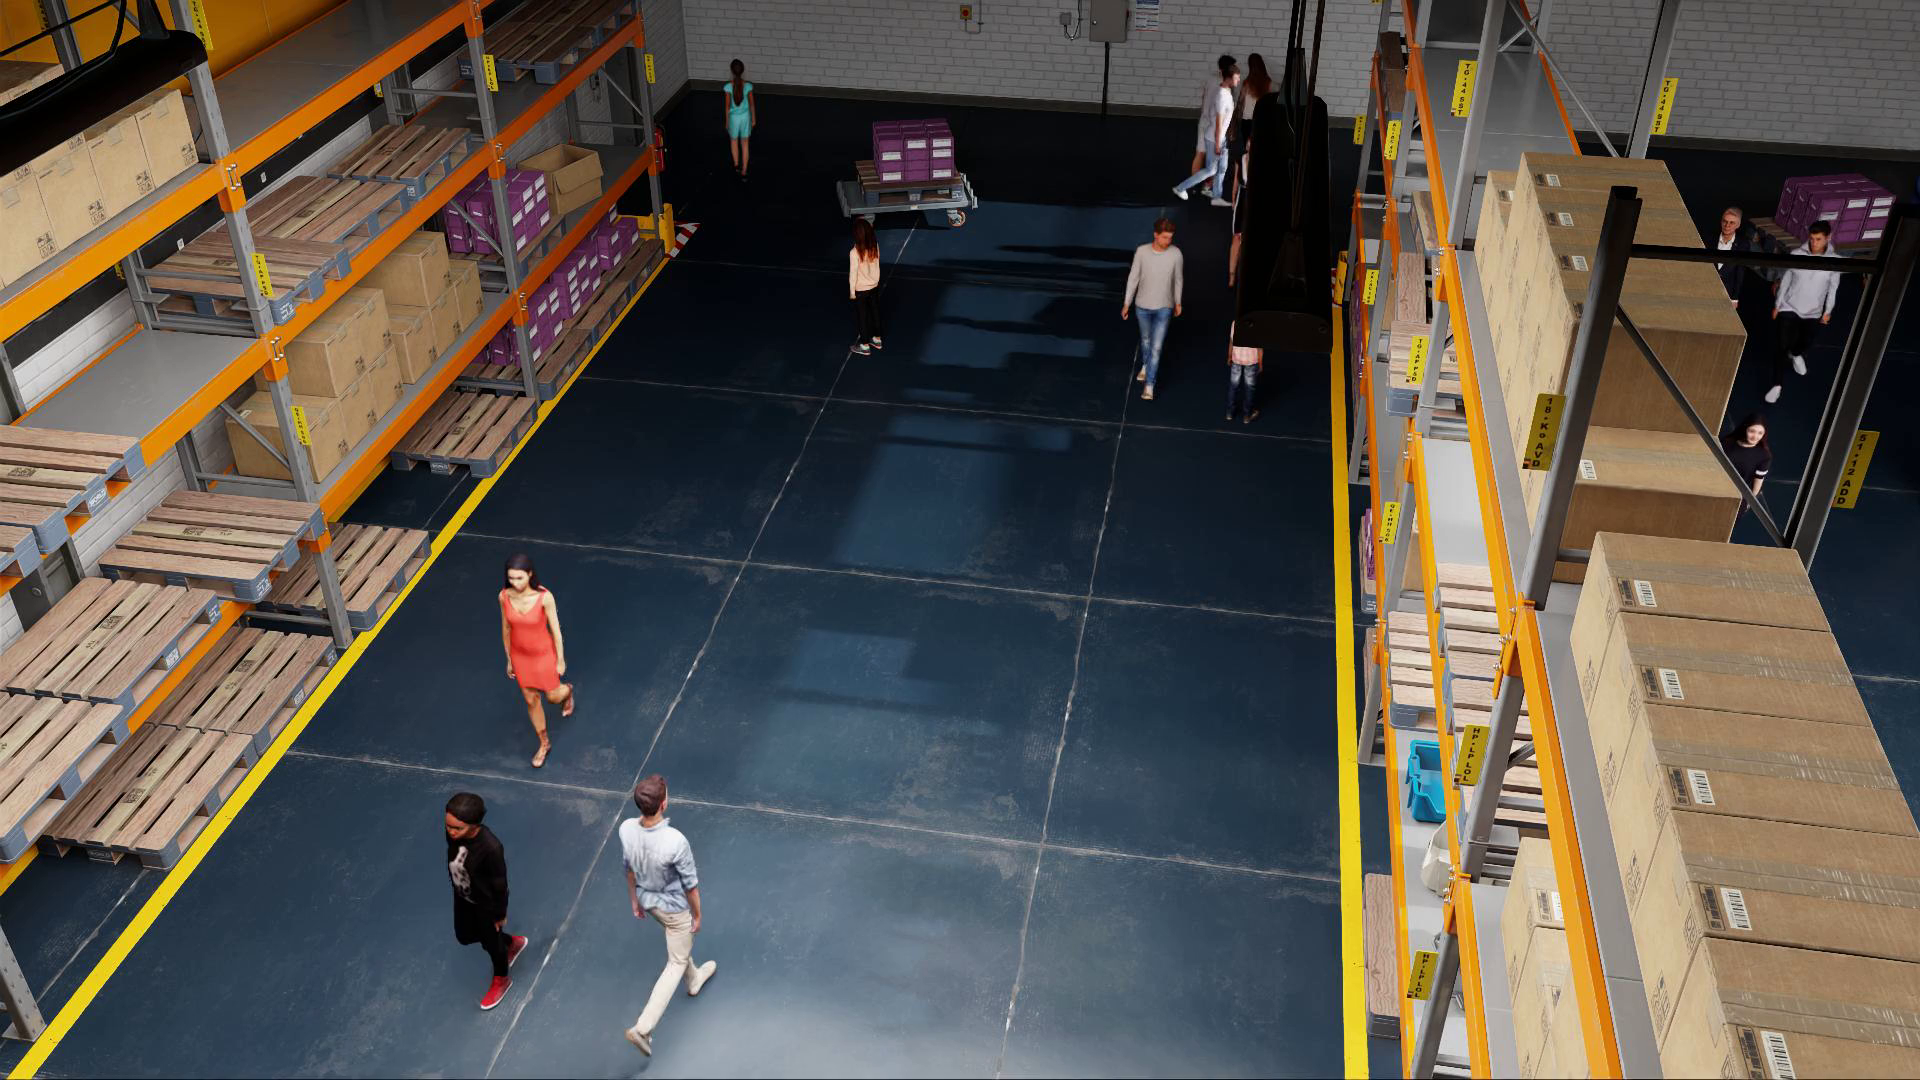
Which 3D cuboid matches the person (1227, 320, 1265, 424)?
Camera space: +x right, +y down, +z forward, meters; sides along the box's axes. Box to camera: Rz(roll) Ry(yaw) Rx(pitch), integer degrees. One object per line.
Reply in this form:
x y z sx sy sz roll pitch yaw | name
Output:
2.773 -1.764 16.213 0.560 1.307 0.547 16 37 22 | person

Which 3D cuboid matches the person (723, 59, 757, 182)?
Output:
-2.838 -5.398 21.469 0.739 1.540 0.898 -6 34 -10 | person

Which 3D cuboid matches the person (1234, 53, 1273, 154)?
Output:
3.785 -5.290 21.178 0.859 1.684 1.006 -6 34 -9 | person

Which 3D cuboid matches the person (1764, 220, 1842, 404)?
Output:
8.370 -2.337 16.547 0.848 1.893 1.201 8 35 12 | person

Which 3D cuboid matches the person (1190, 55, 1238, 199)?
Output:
3.175 -5.204 20.928 0.823 1.817 0.906 28 43 36 | person

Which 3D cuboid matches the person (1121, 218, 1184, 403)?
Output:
1.960 -2.380 16.650 0.786 1.850 1.152 9 35 13 | person

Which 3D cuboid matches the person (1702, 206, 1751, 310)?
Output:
7.664 -2.538 16.919 0.760 1.815 0.688 15 37 22 | person

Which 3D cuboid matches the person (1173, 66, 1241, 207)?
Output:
3.078 -4.960 20.561 0.760 1.816 0.945 5 34 8 | person

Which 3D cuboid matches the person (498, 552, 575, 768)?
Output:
-3.042 0.797 12.004 0.609 1.702 0.905 4 34 6 | person

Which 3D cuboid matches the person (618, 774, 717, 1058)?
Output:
-1.787 2.204 9.783 0.882 1.818 1.216 17 37 24 | person

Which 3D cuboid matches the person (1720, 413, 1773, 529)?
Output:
6.418 -0.389 13.893 0.929 1.585 1.226 21 39 28 | person

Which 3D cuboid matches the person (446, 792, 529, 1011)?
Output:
-2.842 2.106 10.073 0.731 1.659 0.799 19 38 26 | person

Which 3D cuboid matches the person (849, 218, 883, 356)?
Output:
-0.986 -2.661 17.406 0.692 1.481 0.575 23 40 31 | person
